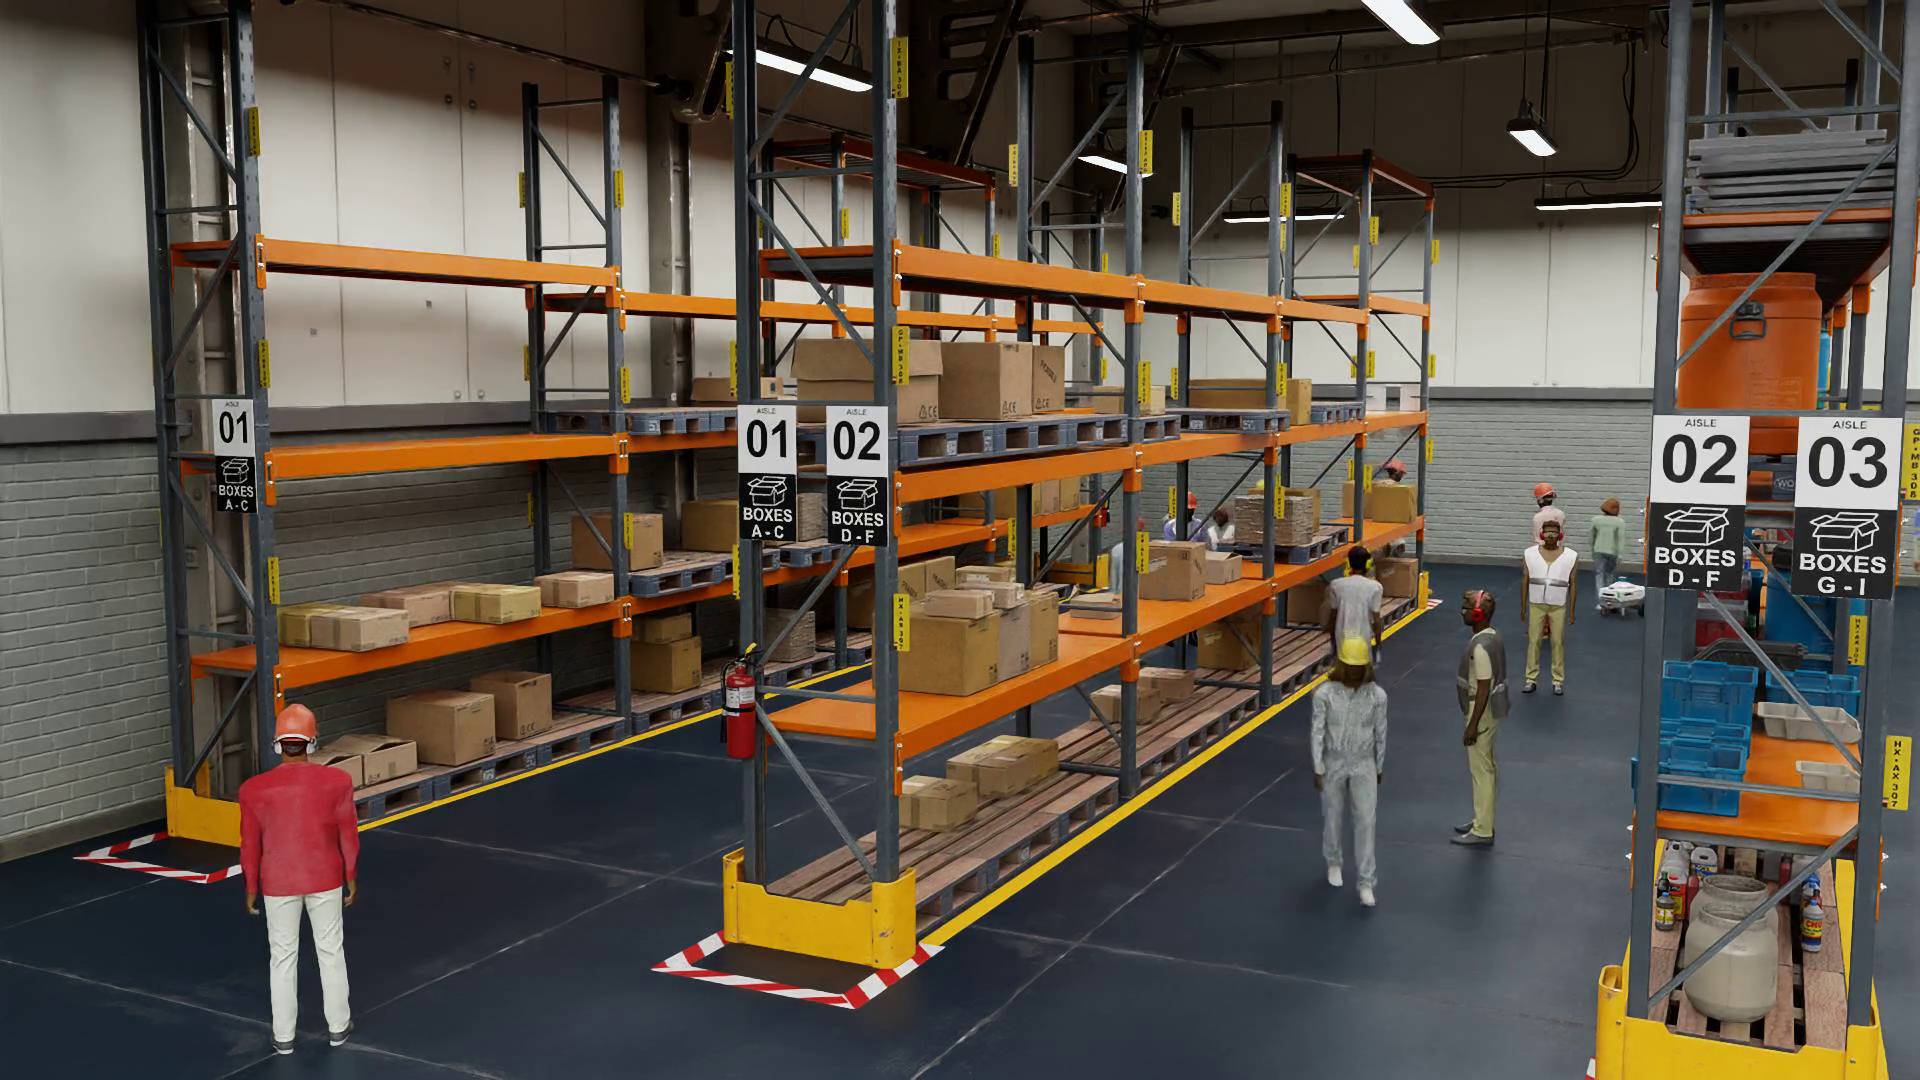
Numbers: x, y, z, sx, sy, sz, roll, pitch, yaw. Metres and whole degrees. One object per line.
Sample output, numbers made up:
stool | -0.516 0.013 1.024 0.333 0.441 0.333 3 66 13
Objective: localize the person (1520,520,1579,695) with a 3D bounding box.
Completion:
person | 6.210 0.704 17.554 0.565 1.849 0.388 3 6 23

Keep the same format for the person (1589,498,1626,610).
person | 9.175 0.202 23.610 0.509 1.604 0.544 3 7 29

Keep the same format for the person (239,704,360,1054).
person | -3.317 1.695 8.382 0.561 1.752 0.326 -2 6 -23

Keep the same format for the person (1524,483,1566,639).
person | 7.445 0.265 21.180 0.609 1.985 0.392 -5 8 -39

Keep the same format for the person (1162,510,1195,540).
person | 3.031 0.184 23.123 0.487 1.746 0.289 -2 6 -14

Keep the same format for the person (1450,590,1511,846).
person | 3.764 1.278 11.990 0.388 1.847 0.563 3 6 24

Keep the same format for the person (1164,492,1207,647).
person | 2.784 0.368 20.479 0.543 1.928 0.400 -1 6 -11

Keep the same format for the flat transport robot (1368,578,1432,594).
flat transport robot | 6.353 0.699 25.207 1.431 0.197 0.652 0 6 -4

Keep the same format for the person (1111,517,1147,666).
person | 2.031 0.591 19.169 0.583 1.741 0.358 4 7 35

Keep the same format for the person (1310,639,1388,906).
person | 2.514 1.478 10.764 0.498 1.698 0.882 1 6 8

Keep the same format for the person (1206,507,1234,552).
person | 3.533 0.355 22.222 0.520 1.602 0.862 3 6 24

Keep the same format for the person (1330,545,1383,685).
person | 3.604 0.966 15.122 0.510 1.830 0.777 3 6 25

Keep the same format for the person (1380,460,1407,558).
person | 6.770 -0.251 26.051 0.482 2.014 0.669 0 6 -4

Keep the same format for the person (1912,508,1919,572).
person | 12.604 0.225 21.395 0.636 2.019 0.438 3 7 30

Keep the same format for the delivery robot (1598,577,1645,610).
delivery robot | 9.108 0.750 22.891 0.707 0.478 0.477 -5 7 -38
